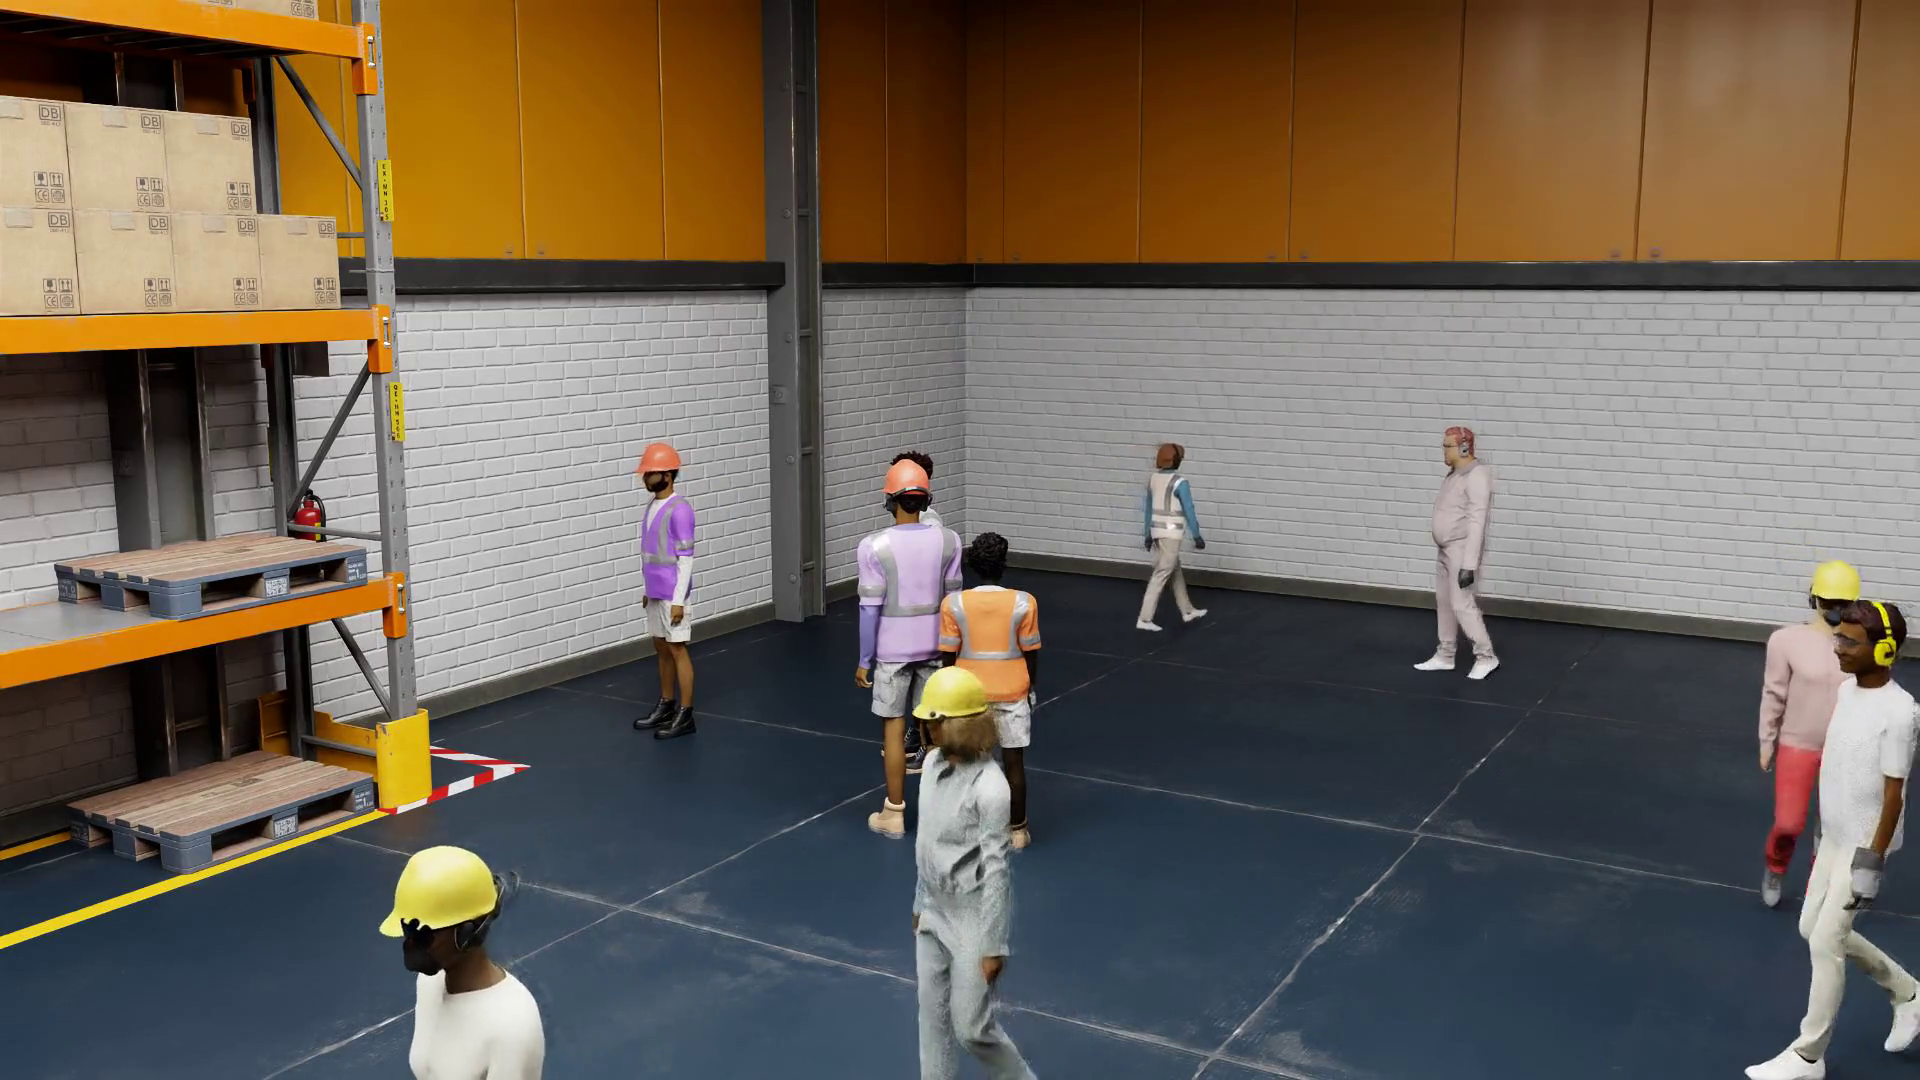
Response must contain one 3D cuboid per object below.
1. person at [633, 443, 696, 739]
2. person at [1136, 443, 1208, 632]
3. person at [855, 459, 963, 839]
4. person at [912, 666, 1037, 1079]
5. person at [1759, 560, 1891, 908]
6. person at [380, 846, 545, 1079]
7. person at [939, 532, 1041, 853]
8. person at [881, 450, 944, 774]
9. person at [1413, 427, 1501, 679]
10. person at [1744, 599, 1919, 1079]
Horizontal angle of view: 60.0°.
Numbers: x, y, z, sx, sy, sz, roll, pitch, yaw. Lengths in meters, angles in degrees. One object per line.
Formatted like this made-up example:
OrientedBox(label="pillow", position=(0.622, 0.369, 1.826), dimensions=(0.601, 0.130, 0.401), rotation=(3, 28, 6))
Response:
OrientedBox(label="person", position=(-1.937, 0.333, 10.897), dimensions=(0.389, 1.938, 0.552), rotation=(-7, 11, -35))
OrientedBox(label="person", position=(1.814, -0.024, 14.163), dimensions=(0.830, 1.594, 0.518), rotation=(-4, 10, -24))
OrientedBox(label="person", position=(-0.286, 0.584, 8.966), dimensions=(0.615, 2.042, 0.372), rotation=(-5, 10, -28))
OrientedBox(label="person", position=(0.016, 1.273, 5.649), dimensions=(0.470, 1.745, 0.507), rotation=(-5, 10, -29))
OrientedBox(label="person", position=(3.949, 0.946, 7.629), dimensions=(0.525, 1.755, 0.413), rotation=(3, 9, 16))
OrientedBox(label="person", position=(-1.162, 1.558, 3.872), dimensions=(0.541, 1.719, 0.894), rotation=(8, 12, 43))
OrientedBox(label="person", position=(0.157, 0.802, 8.680), dimensions=(0.532, 1.697, 0.322), rotation=(0, 9, 1))
OrientedBox(label="person", position=(-0.268, 0.433, 10.150), dimensions=(0.366, 1.967, 0.602), rotation=(-2, 9, -15))
OrientedBox(label="person", position=(3.793, 0.108, 12.461), dimensions=(0.606, 1.907, 0.689), rotation=(0, 9, -3))
OrientedBox(label="person", position=(3.353, 1.128, 6.183), dimensions=(0.720, 1.852, 0.529), rotation=(1, 9, 3))
